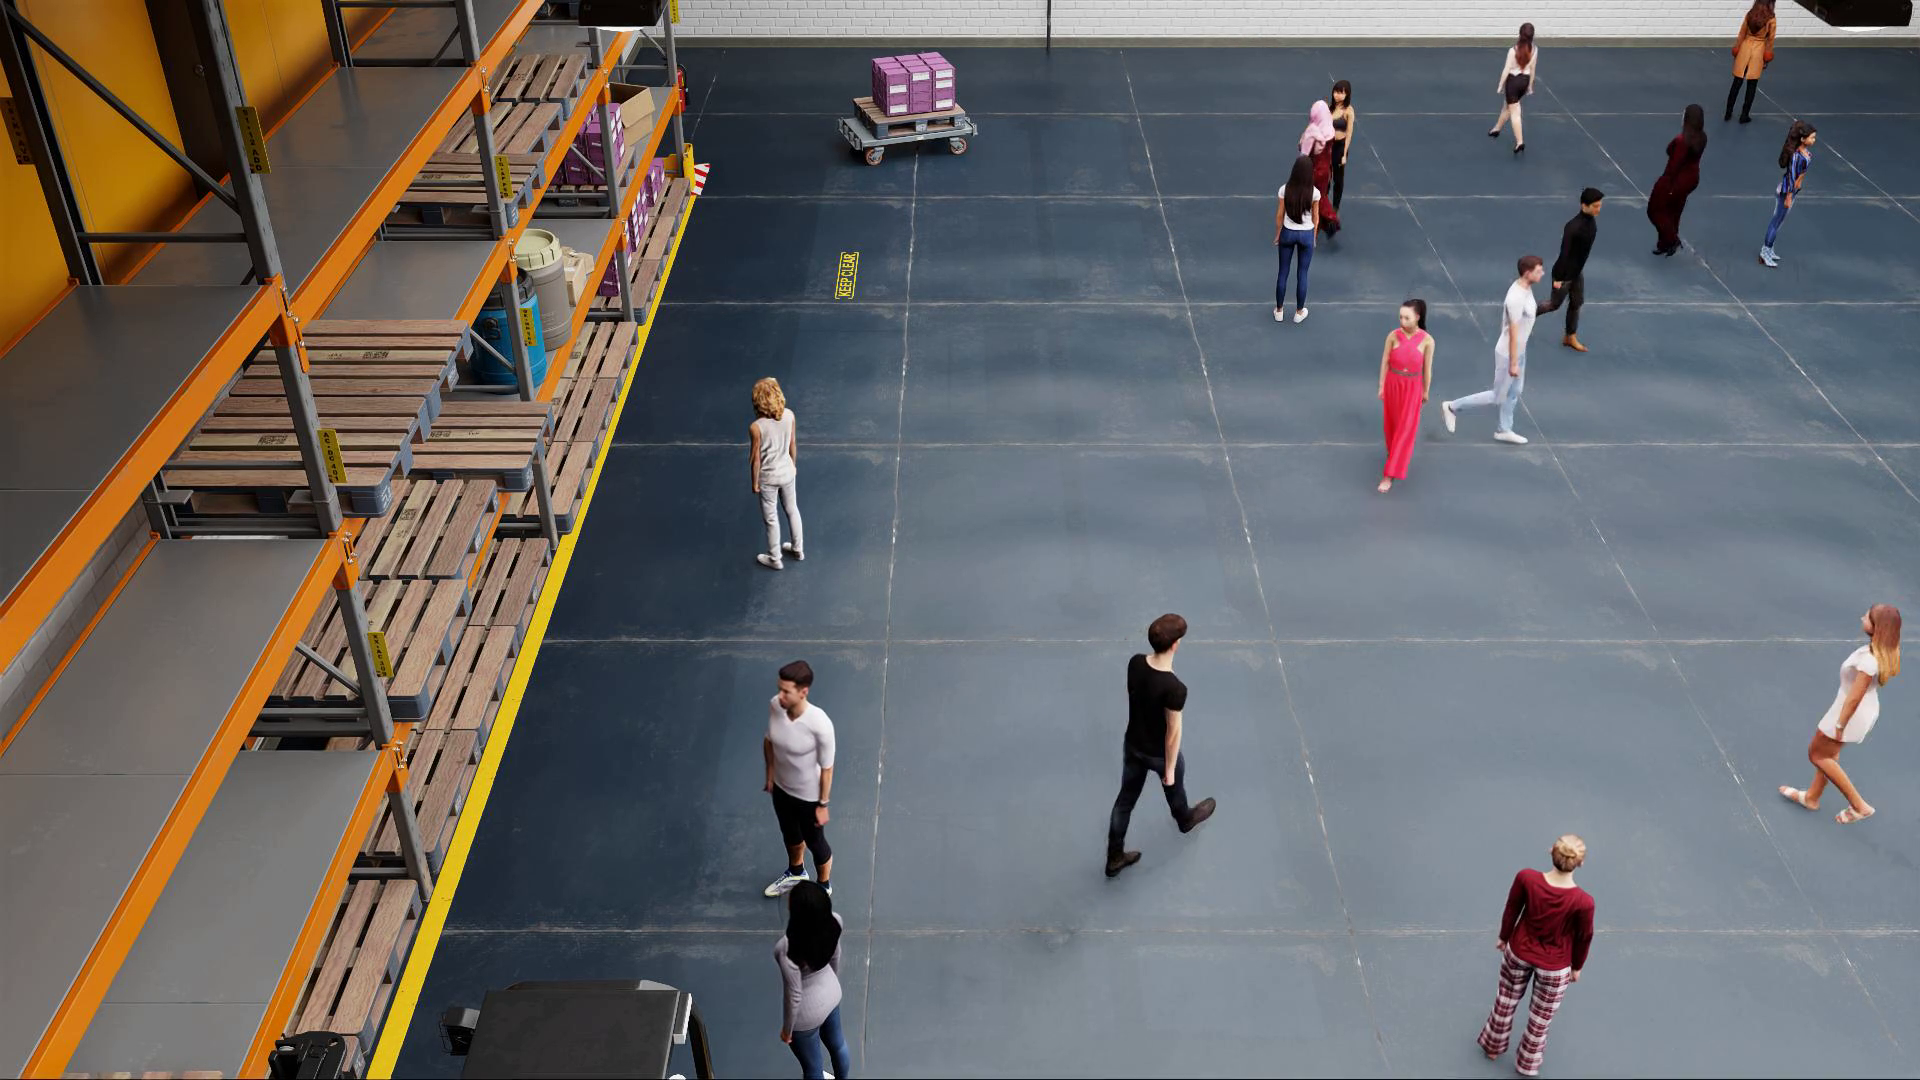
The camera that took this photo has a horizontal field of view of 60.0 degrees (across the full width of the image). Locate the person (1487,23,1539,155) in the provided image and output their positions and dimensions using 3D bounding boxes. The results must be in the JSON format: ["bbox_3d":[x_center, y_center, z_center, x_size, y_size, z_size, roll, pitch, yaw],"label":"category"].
[{"bbox_3d":[7.115,-5.706,21.180,0.786,1.602,1.127,-9,35,-13],"label":"person"}]

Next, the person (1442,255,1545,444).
[{"bbox_3d":[4.845,-1.688,14.929,0.975,1.830,1.064,13,36,19],"label":"person"}]

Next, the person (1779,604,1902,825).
[{"bbox_3d":[5.846,1.165,10.773,0.852,1.680,0.922,-27,42,-35],"label":"person"}]

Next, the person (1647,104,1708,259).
[{"bbox_3d":[8.012,-3.903,18.342,0.839,1.742,0.897,-26,42,-34],"label":"person"}]

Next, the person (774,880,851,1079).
[{"bbox_3d":[-0.760,2.459,8.776,0.746,1.736,0.645,20,39,27],"label":"person"}]

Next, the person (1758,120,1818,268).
[{"bbox_3d":[9.121,-3.823,18.334,0.756,1.617,0.654,19,38,26],"label":"person"}]

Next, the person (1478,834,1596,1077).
[{"bbox_3d":[3.175,2.257,9.111,0.688,1.701,0.700,21,39,28],"label":"person"}]

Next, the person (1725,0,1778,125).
[{"bbox_3d":[10.548,-6.433,22.168,0.779,1.720,0.827,25,41,33],"label":"person"}]

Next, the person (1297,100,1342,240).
[{"bbox_3d":[4.057,-4.144,18.812,0.926,1.623,1.053,-19,38,-26],"label":"person"}]

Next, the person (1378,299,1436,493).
[{"bbox_3d":[3.871,-1.322,14.521,0.914,1.672,1.198,14,36,20],"label":"person"}]

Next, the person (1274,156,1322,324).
[{"bbox_3d":[3.455,-3.083,17.078,0.650,1.776,0.617,10,35,15],"label":"person"}]

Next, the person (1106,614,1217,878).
[{"bbox_3d":[1.126,1.338,10.357,1.230,1.853,1.206,-25,41,-33],"label":"person"}]

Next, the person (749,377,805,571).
[{"bbox_3d":[-1.474,-0.535,13.341,0.678,1.668,0.734,-28,42,-35],"label":"person"}]

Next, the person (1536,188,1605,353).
[{"bbox_3d":[6.013,-2.728,16.618,1.140,1.693,1.075,28,43,35],"label":"person"}]

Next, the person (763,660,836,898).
[{"bbox_3d":[-0.971,1.488,10.133,0.752,1.851,0.785,24,41,32],"label":"person"}]
